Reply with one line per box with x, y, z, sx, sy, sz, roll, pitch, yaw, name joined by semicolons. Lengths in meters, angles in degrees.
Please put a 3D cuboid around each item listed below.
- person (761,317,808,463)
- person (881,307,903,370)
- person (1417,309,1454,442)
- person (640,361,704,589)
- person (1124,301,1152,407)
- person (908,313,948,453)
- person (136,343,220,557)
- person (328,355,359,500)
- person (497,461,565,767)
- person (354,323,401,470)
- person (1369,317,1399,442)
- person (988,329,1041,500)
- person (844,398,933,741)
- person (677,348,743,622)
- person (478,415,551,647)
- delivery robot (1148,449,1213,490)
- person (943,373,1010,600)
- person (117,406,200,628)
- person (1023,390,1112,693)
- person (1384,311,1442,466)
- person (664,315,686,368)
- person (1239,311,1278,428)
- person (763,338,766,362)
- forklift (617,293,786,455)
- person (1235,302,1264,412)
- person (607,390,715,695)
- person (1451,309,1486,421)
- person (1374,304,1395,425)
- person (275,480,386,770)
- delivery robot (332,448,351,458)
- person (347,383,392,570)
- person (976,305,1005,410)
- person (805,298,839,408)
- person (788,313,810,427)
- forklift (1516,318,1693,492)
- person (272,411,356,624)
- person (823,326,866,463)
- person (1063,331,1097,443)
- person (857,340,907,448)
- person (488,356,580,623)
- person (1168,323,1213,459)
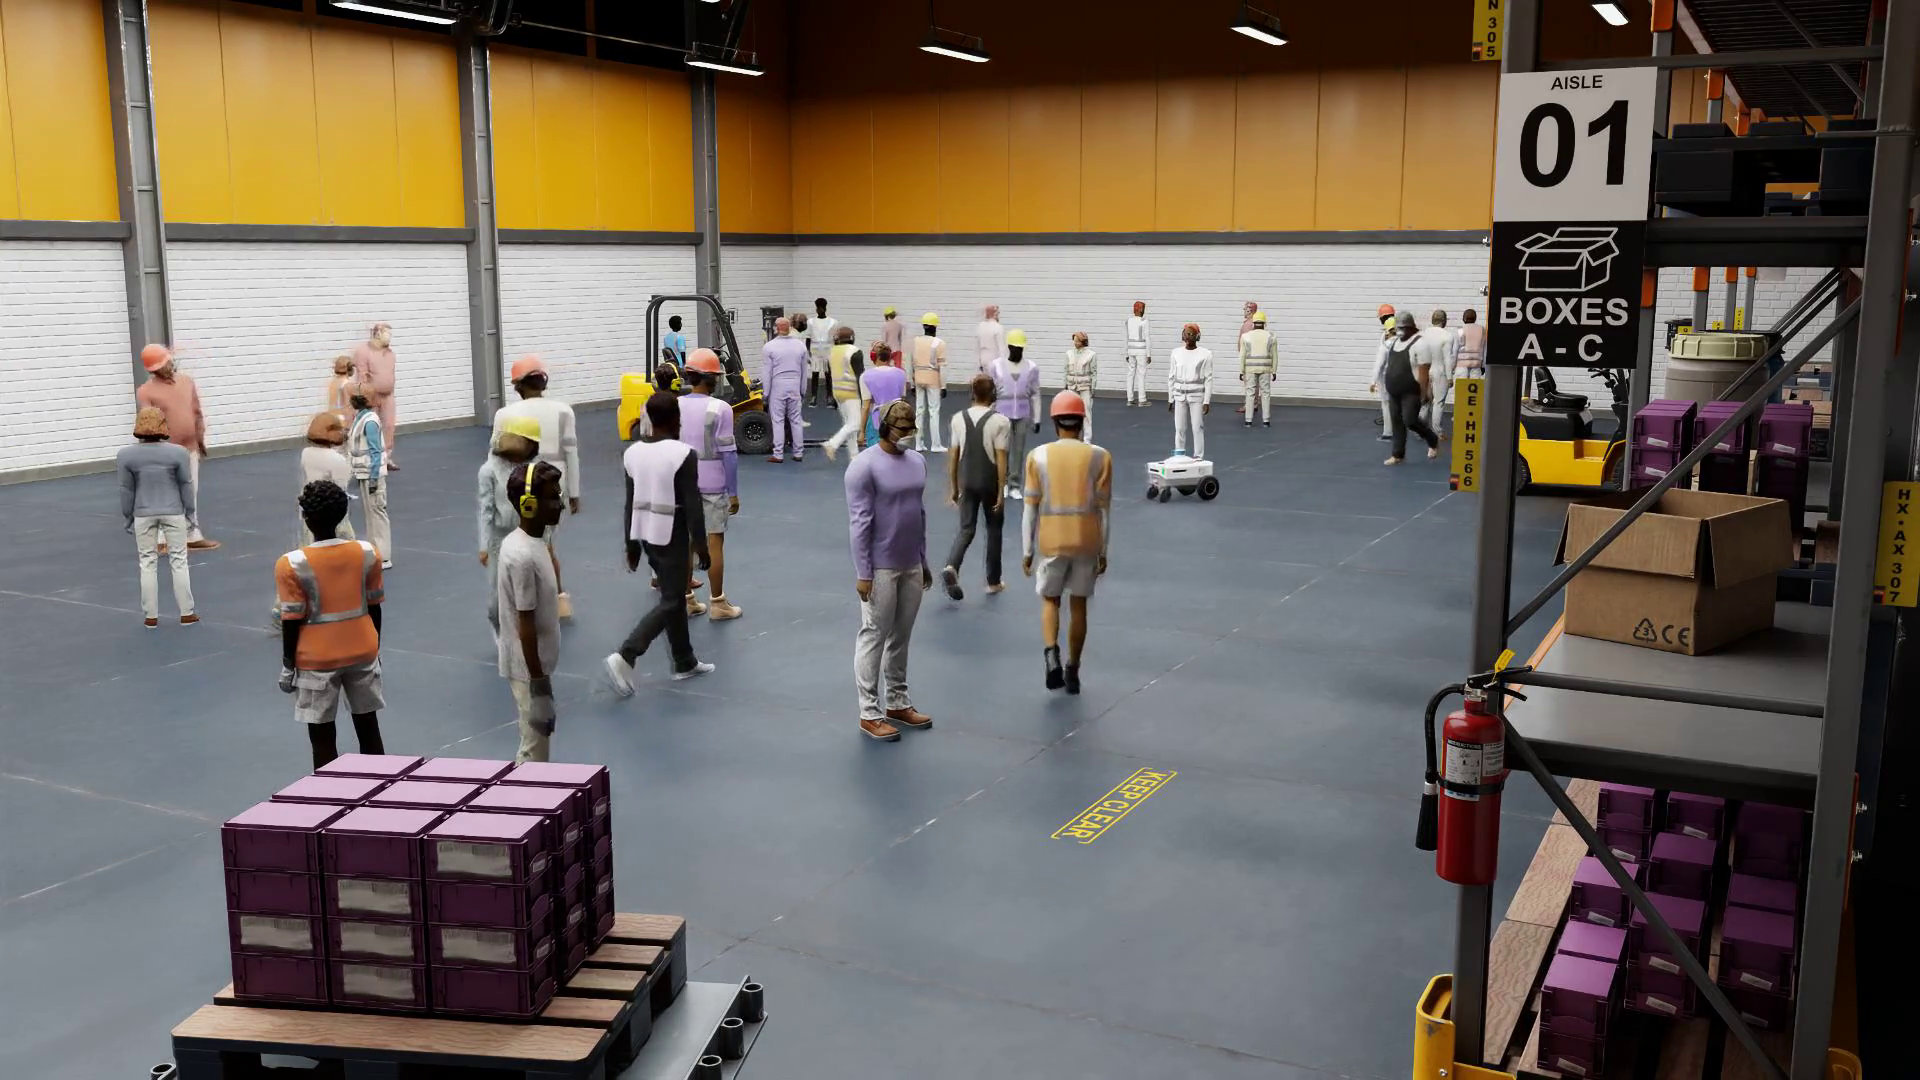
-2.316;-1.963;21.835;0.652;1.904;0.403;-6;12;-31;person
-1.345;-3.573;31.695;0.545;1.718;0.902;-8;13;-39;person
6.939;-2.399;24.301;0.365;1.931;0.629;-6;11;-30;person
-2.363;-0.517;13.561;0.535;1.869;0.312;5;11;25;person
3.205;-3.330;29.832;0.579;1.885;0.380;9;13;42;person
-0.432;-2.163;22.929;0.590;1.926;0.388;6;11;30;person
-7.132;-0.824;15.156;0.380;1.943;0.713;4;11;24;person
-6.819;-1.238;18.449;0.364;1.619;0.520;-9;14;-44;person
-1.822;0.585;7.189;0.327;1.866;0.571;-3;10;-15;person
-7.450;-1.825;21.143;0.777;1.872;0.665;7;12;34;person
6.224;-2.333;24.249;0.619;1.806;0.551;-8;12;-38;person
0.601;-1.387;18.486;0.612;1.906;0.448;-2;10;-11;person
-0.384;0.157;9.479;0.373;1.934;0.627;7;12;36;person
-1.907;-0.407;12.429;0.616;2.040;0.381;5;11;25;person
-2.960;0.003;11.032;0.495;1.695;0.717;-5;11;-27;person
2.458;-0.767;18.540;0.707;0.478;0.477;-5;11;-26;delivery robot
0.120;-0.411;13.153;0.514;1.812;0.847;4;11;23;person
-5.876;-0.165;12.207;0.497;1.633;0.284;-3;10;-18;person
0.670;0.026;10.341;0.551;1.905;0.603;1;10;4;person
5.823;-1.970;21.477;0.738;2.000;0.712;-4;11;-23;person
-4.786;-2.939;28.085;0.318;1.697;0.535;-10;14;-44;person
4.698;-2.681;26.206;0.599;1.827;0.404;1;10;6;person
-2.872;-2.584;25.837;0.324;1.764;0.533;-6;11;-31;person
-3.588;-2.317;23.042;2.313;2.155;1.214;-1;10;-5;forklift
4.998;-3.159;28.754;0.409;1.907;0.649;5;11;28;person
-1.903;0.008;10.475;0.591;1.896;0.854;8;13;40;person
8.262;-2.837;27.076;0.634;1.841;0.429;-1;10;-8;person
6.808;-2.793;26.564;0.378;1.928;0.550;2;10;10;person
-2.945;0.561;7.821;0.319;1.697;0.533;8;13;40;person
-7.224;-0.955;19.631;0.707;0.478;0.477;-2;10;-13;delivery robot
-5.113;-0.545;14.402;0.314;1.636;0.515;-6;11;-29;person
0.521;-2.936;27.482;0.515;1.894;0.663;-7;12;-35;person
-2.442;-3.308;29.461;0.607;1.958;0.397;1;10;3;person
-2.712;-2.679;26.271;0.646;1.813;0.644;-1;10;-5;person
7.066;-1.601;18.899;2.313;2.155;1.214;5;11;27;forklift
-4.652;-0.135;12.122;0.505;1.611;0.741;6;12;31;person
-1.482;-1.847;21.408;0.669;1.820;0.646;-7;12;-37;person
1.705;-2.146;23.665;0.512;1.639;0.311;6;11;30;person
-0.800;-1.147;17.286;0.563;1.844;0.390;-7;12;-37;person
-3.204;-0.386;12.537;0.648;1.979;1.078;-7;12;-36;person
2.832;-1.734;20.567;0.577;1.884;0.353;6;11;31;person
